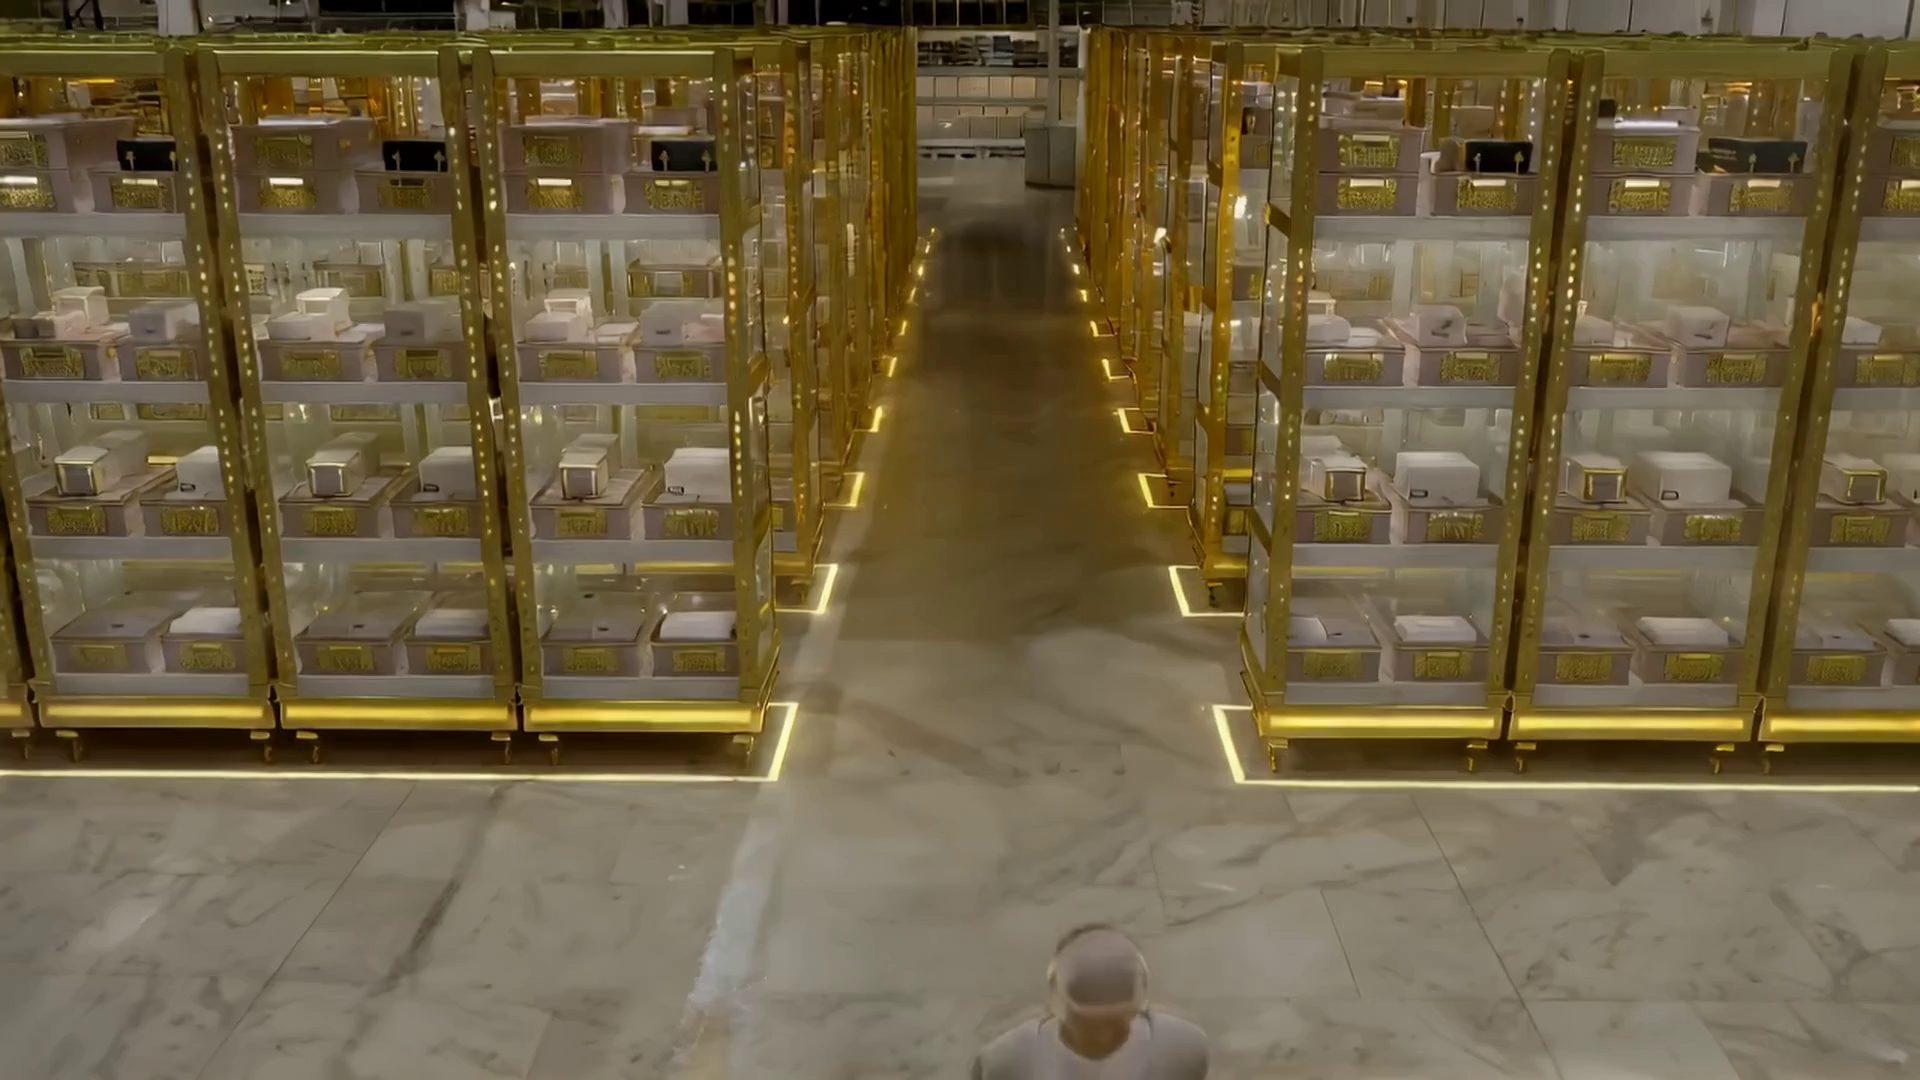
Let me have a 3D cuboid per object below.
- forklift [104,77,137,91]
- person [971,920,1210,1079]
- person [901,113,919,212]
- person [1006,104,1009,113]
[{"bbox_3d":[-24.932,-13.110,49.419,1.129,2.768,1.873,-16,24,-42],"label":"forklift"},{"bbox_3d":[0.313,1.739,3.836,0.593,1.808,0.891,-2,18,-6],"label":"person"},{"bbox_3d":[-1.061,-7.478,32.925,0.625,1.992,0.387,-16,23,-41],"label":"person"},{"bbox_3d":[1.510,-12.695,49.651,0.439,1.934,0.651,4,18,11],"label":"person"}]
